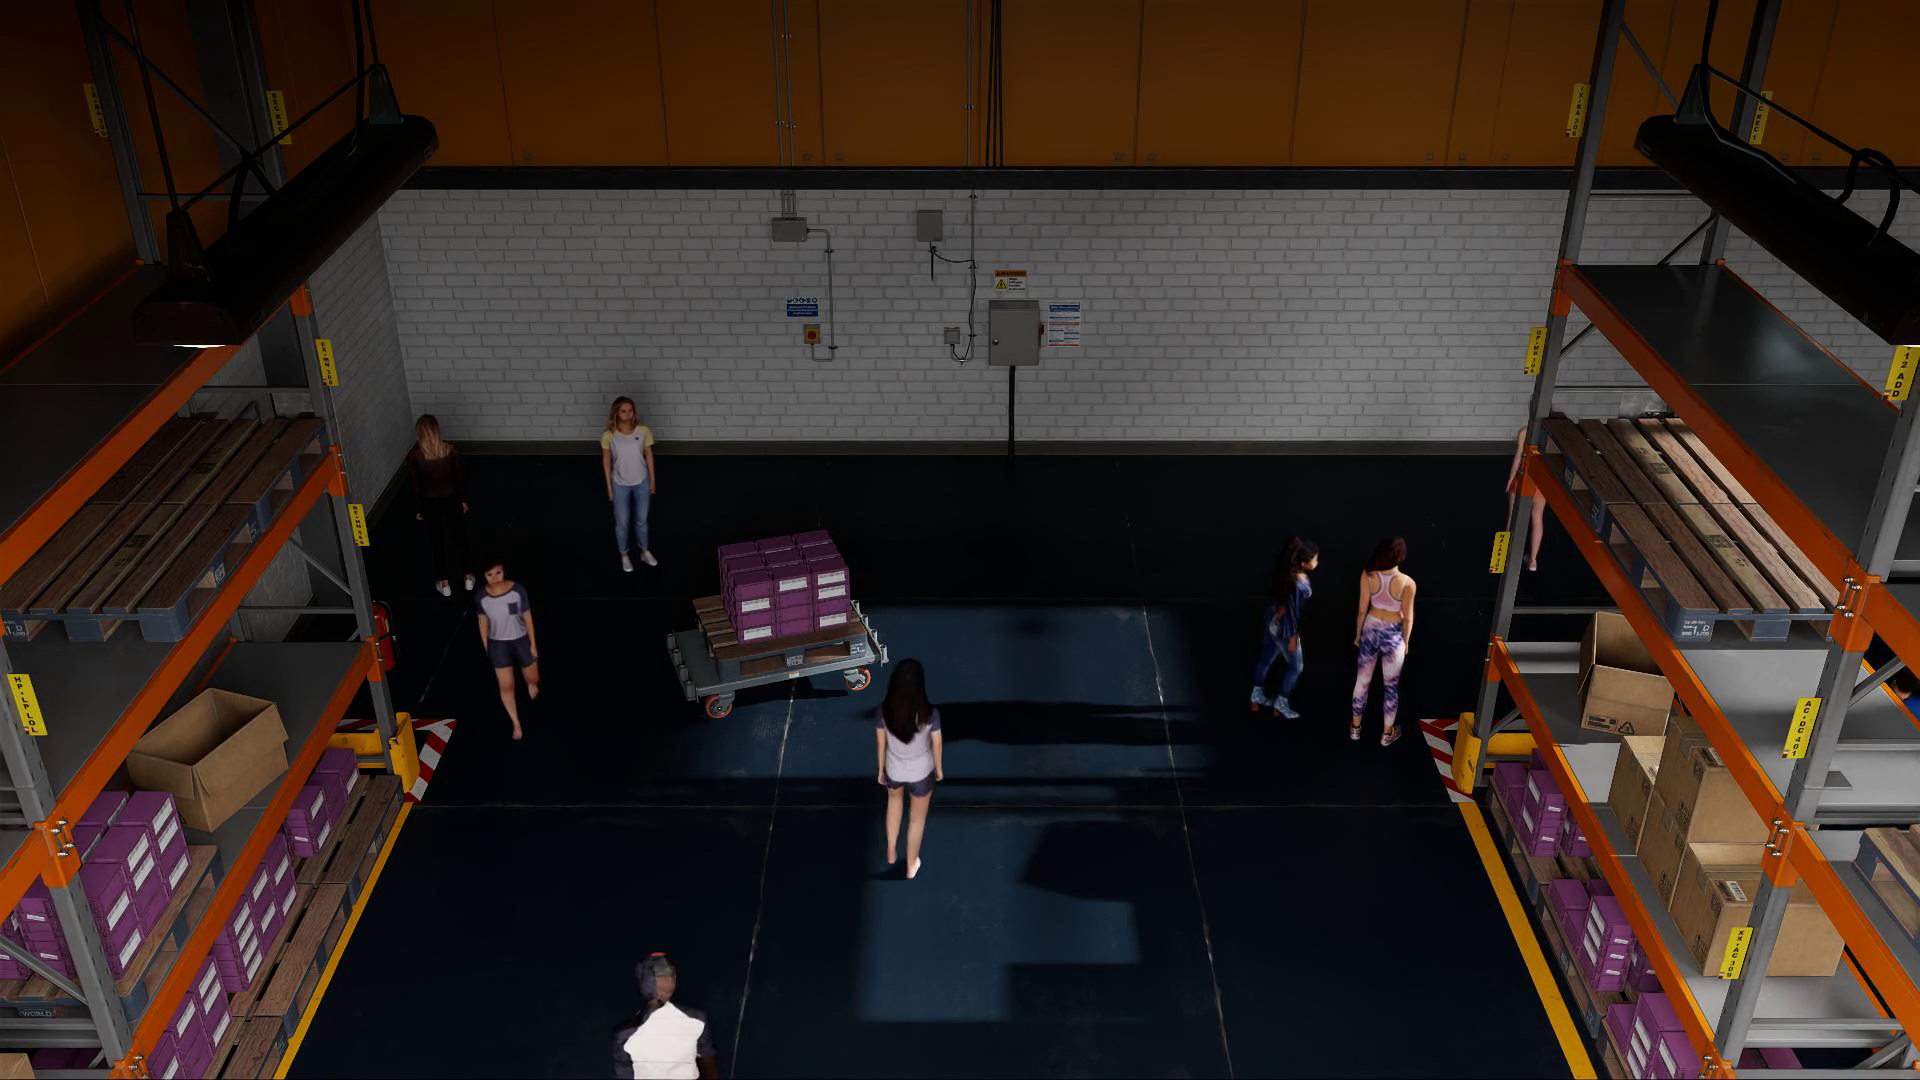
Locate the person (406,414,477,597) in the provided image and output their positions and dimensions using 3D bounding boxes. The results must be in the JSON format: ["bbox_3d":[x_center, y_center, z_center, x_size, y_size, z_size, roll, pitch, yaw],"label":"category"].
[{"bbox_3d":[-4.570,-0.311,14.635,0.678,1.703,0.662,-14,31,-23],"label":"person"}]

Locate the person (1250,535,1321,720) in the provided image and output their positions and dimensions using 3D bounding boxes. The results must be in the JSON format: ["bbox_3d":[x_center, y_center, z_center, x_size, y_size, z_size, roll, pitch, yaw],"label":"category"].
[{"bbox_3d":[2.473,0.683,12.910,0.665,1.611,0.535,-1,29,-2],"label":"person"}]

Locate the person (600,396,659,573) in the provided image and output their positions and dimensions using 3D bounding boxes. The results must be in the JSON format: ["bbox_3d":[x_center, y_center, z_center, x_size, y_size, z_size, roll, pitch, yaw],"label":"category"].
[{"bbox_3d":[-2.983,-0.514,14.992,0.707,1.719,0.702,-13,31,-22],"label":"person"}]

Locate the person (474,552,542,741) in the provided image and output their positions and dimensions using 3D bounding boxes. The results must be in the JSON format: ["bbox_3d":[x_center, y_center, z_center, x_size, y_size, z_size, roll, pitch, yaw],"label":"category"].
[{"bbox_3d":[-3.470,0.750,12.854,0.680,1.547,0.882,-5,29,-10],"label":"person"}]

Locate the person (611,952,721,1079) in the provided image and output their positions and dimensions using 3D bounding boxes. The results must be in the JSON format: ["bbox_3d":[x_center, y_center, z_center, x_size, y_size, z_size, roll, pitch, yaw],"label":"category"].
[{"bbox_3d":[-1.460,2.971,8.478,0.949,1.837,1.283,-8,30,-15],"label":"person"}]

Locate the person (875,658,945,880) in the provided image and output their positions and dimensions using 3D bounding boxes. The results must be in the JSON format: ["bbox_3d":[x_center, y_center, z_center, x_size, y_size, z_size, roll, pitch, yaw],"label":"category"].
[{"bbox_3d":[-0.365,1.586,11.163,0.647,1.697,0.649,6,29,11],"label":"person"}]

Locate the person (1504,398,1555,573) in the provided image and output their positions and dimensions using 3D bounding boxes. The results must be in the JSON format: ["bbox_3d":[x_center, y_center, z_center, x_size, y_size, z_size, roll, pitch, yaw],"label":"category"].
[{"bbox_3d":[5.131,-0.518,14.965,0.565,1.752,0.550,-1,29,-1],"label":"person"}]

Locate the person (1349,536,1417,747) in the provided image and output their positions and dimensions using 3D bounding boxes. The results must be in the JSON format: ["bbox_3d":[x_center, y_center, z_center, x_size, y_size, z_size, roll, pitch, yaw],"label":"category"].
[{"bbox_3d":[3.203,0.755,12.616,0.683,1.766,0.684,14,31,23],"label":"person"}]

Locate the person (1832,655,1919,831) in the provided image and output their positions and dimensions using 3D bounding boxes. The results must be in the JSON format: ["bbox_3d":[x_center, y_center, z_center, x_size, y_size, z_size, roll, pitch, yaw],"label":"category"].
[{"bbox_3d":[6.035,1.620,10.945,0.892,1.847,1.204,-8,30,-15],"label":"person"}]
